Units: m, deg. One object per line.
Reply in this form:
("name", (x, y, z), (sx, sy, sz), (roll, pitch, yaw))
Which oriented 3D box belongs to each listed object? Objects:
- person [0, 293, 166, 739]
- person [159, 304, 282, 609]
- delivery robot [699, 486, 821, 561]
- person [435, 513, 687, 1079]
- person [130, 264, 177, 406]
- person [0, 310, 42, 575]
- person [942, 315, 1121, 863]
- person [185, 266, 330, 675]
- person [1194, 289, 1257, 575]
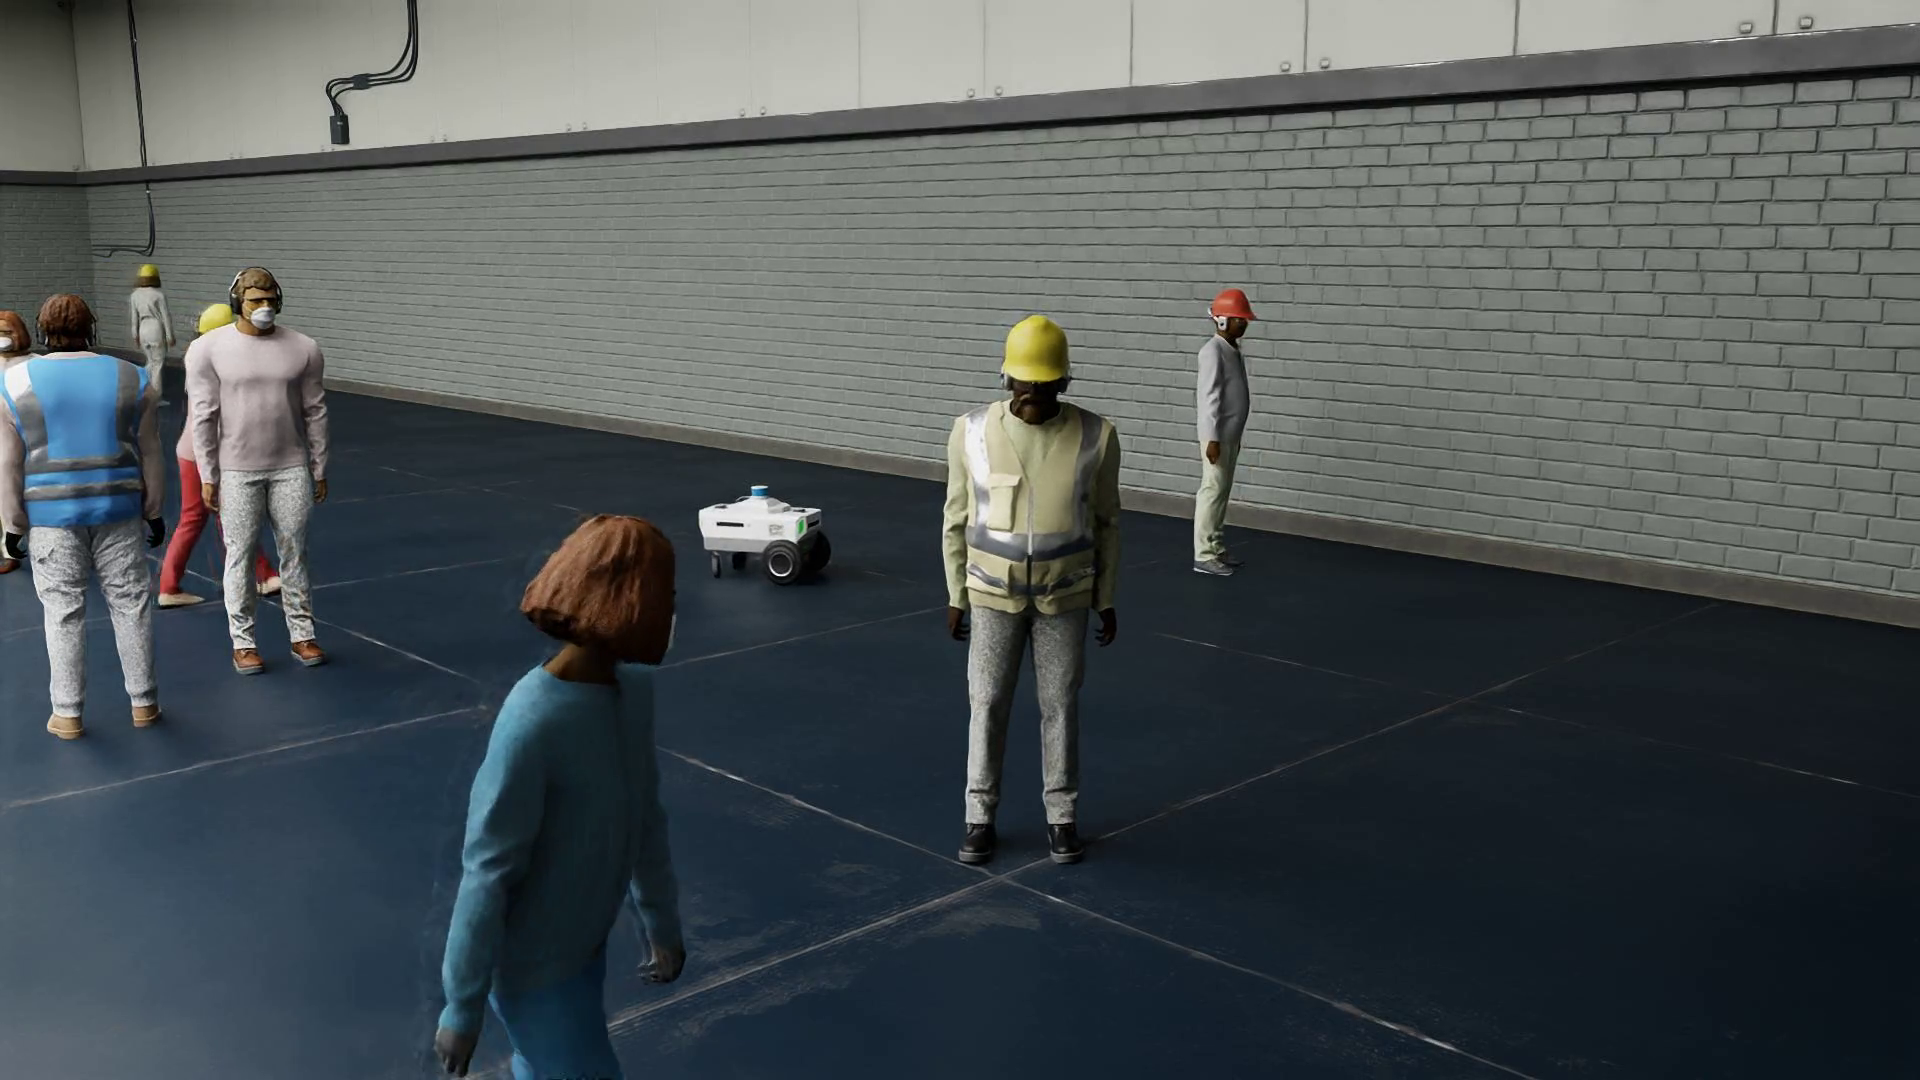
("person", (-3.644, -0.098, 6.924), (0.633, 1.843, 0.429), (-7, 13, -35))
("person", (-4.133, -0.460, 9.269), (0.779, 1.701, 0.568), (-3, 11, -15))
("delivery robot", (-1.218, -0.086, 10.113), (0.707, 0.478, 0.477), (3, 11, 16))
("person", (-0.707, 0.747, 2.942), (0.556, 1.602, 0.514), (1, 10, 7))
("person", (-9.817, -2.487, 20.271), (0.490, 1.729, 0.390), (3, 11, 18))
("person", (-5.768, -0.591, 10.212), (0.507, 1.627, 0.279), (-1, 10, -6))
("person", (0.236, 0.172, 5.500), (0.591, 1.824, 0.404), (1, 10, 3))
("person", (-3.322, -0.330, 7.950), (0.625, 1.933, 0.375), (-8, 13, -36))
("person", (1.645, -0.670, 10.279), (0.342, 1.749, 0.573), (4, 11, 23))
